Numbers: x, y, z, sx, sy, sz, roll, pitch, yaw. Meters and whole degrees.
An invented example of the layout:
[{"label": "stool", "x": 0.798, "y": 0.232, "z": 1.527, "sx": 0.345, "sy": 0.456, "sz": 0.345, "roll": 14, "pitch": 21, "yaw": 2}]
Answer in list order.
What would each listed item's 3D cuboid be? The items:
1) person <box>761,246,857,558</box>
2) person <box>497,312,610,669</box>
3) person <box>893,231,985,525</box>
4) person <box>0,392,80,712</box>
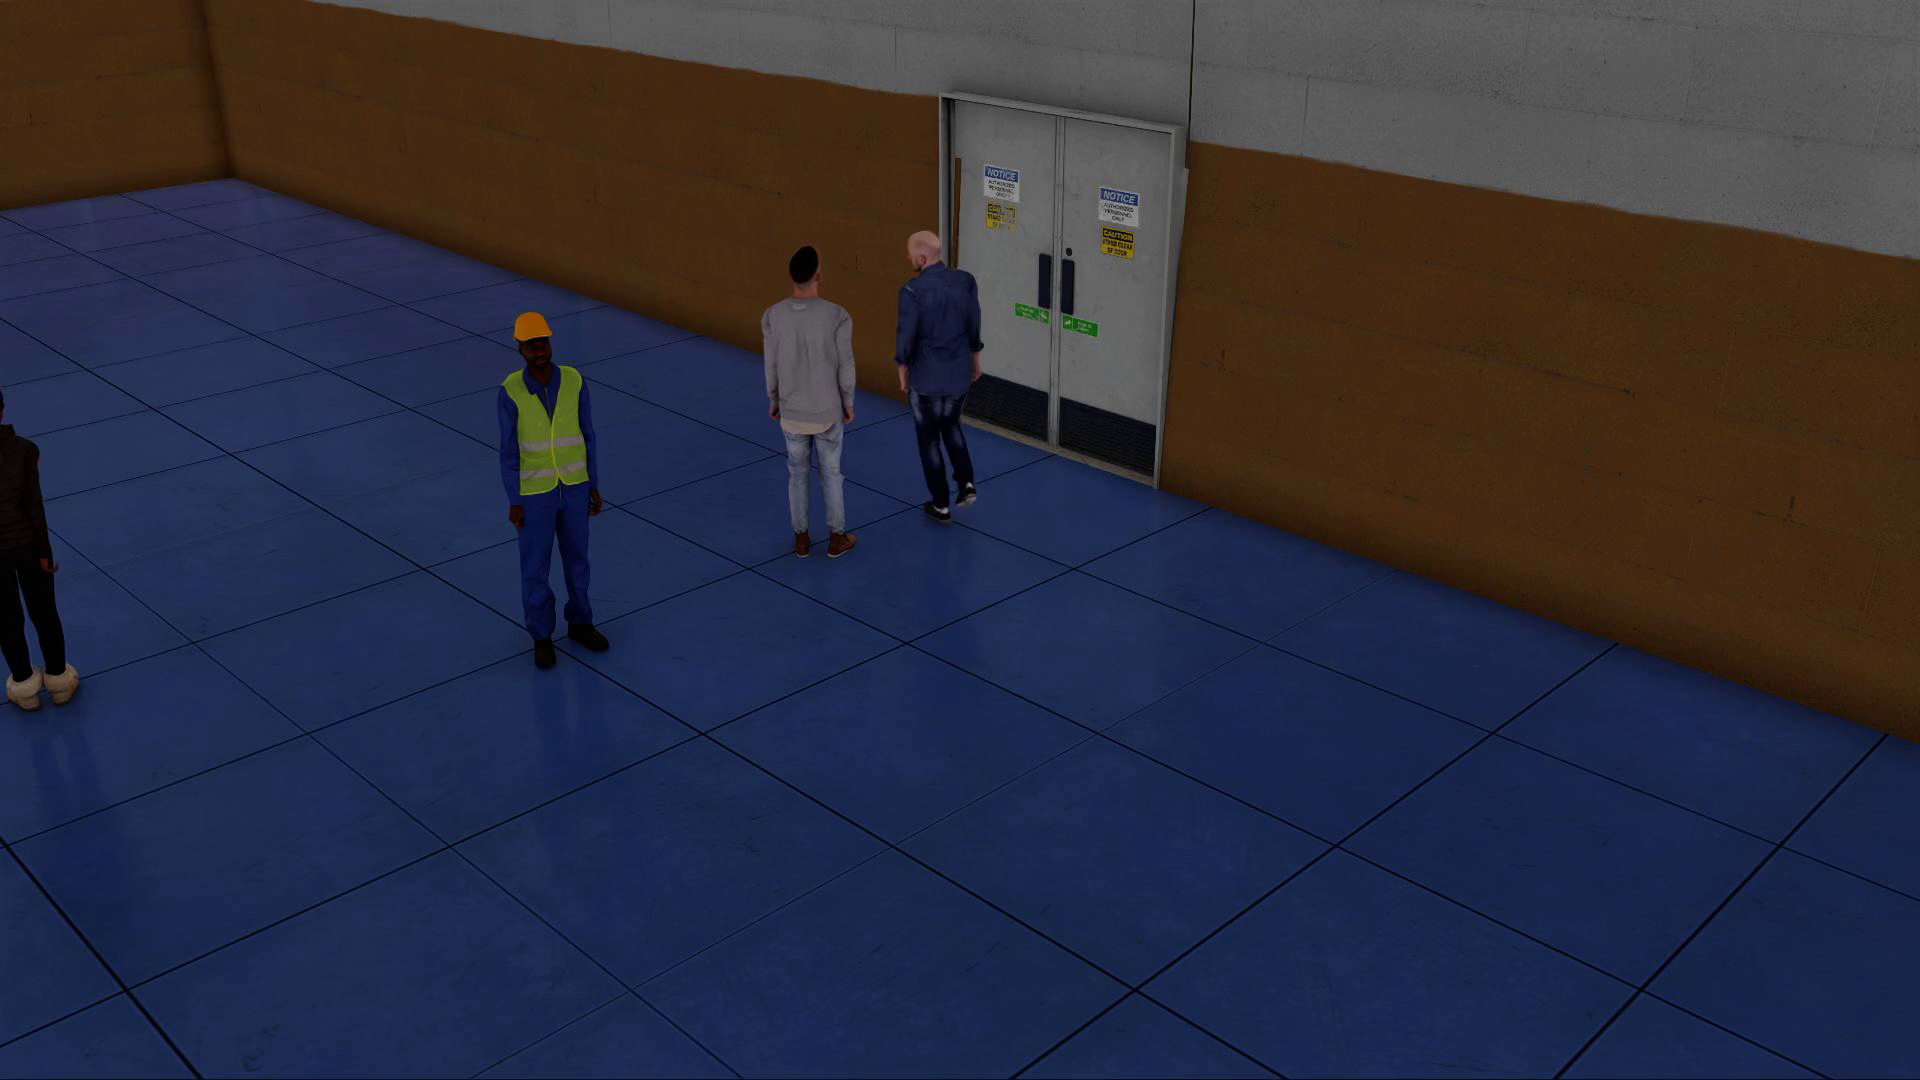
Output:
[{"label": "person", "x": -0.849, "y": -0.778, "z": 9.510, "sx": 0.766, "sy": 1.840, "sz": 0.789, "roll": 3, "pitch": 24, "yaw": 7}, {"label": "person", "x": -2.058, "y": -0.269, "z": 8.380, "sx": 0.580, "sy": 1.813, "sz": 0.764, "roll": -15, "pitch": 28, "yaw": -31}, {"label": "person", "x": -0.092, "y": -0.918, "z": 9.882, "sx": 0.726, "sy": 1.799, "sz": 0.875, "roll": -12, "pitch": 26, "yaw": -25}, {"label": "person", "x": -4.474, "y": 0.050, "z": 7.839, "sx": 0.667, "sy": 1.664, "sz": 0.597, "roll": 9, "pitch": 25, "yaw": 19}]
